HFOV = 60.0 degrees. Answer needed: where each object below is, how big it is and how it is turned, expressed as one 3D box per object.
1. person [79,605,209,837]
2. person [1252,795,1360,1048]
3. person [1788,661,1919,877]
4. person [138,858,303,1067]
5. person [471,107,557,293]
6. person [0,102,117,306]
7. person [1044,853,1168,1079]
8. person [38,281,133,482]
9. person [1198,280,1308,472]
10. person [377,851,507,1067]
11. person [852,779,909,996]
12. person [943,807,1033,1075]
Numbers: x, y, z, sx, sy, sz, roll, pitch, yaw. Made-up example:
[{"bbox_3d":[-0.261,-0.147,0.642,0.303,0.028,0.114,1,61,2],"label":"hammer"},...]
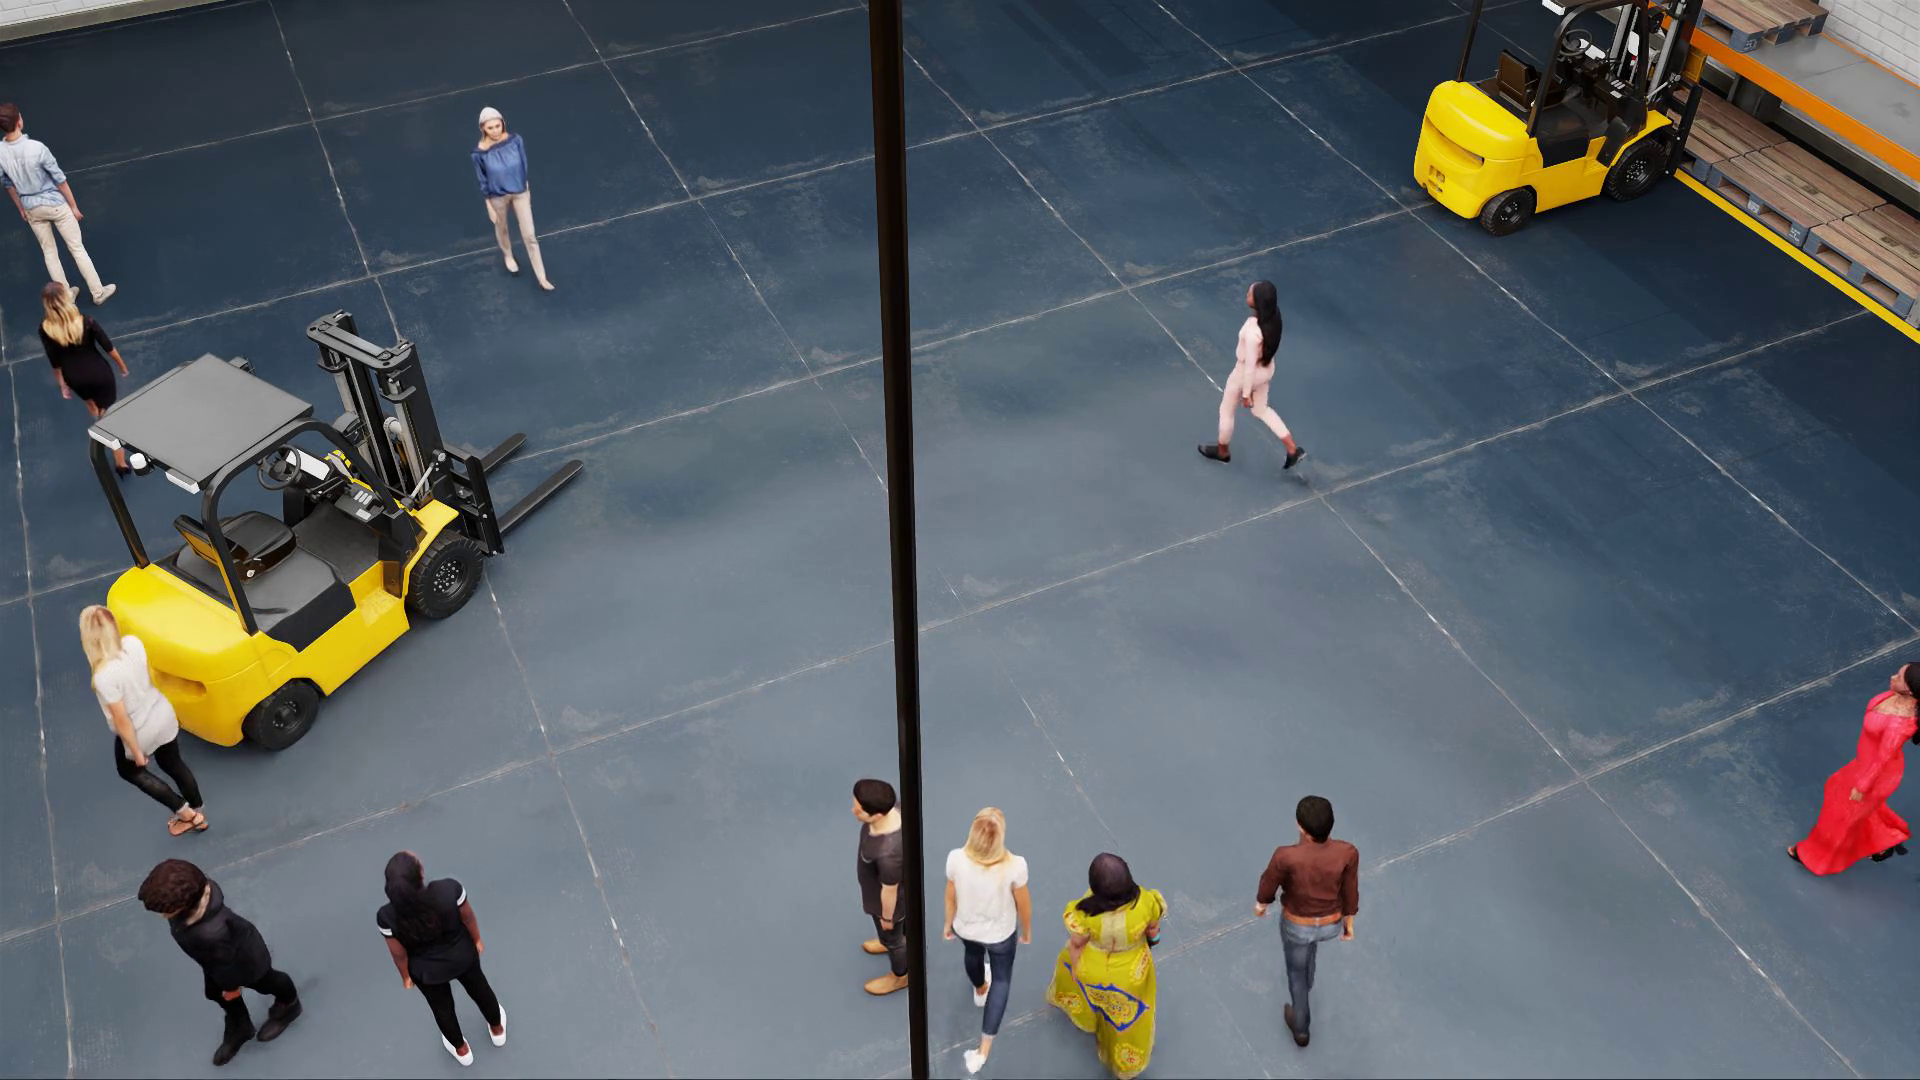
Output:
[{"bbox_3d":[-4.716,1.103,9.834,0.806,1.810,0.721,2,44,2],"label":"person"},{"bbox_3d":[1.883,2.088,8.854,0.769,1.735,0.836,-4,44,-4],"label":"person"},{"bbox_3d":[5.352,1.369,9.594,0.953,1.765,0.871,20,47,20],"label":"person"},{"bbox_3d":[-3.828,2.127,8.810,0.840,1.739,0.874,33,53,30],"label":"person"},{"bbox_3d":[-3.906,-2.957,14.219,0.693,1.649,1.118,-23,48,-22],"label":"person"},{"bbox_3d":[-7.637,-2.782,13.885,0.719,1.847,0.670,-2,44,-3],"label":"person"},{"bbox_3d":[0.799,2.286,8.727,0.946,1.635,1.020,2,44,2],"label":"person"},{"bbox_3d":[-6.433,-1.122,12.287,0.704,1.648,0.971,-10,44,-10],"label":"person"},{"bbox_3d":[2.247,-1.173,12.306,1.150,1.695,0.967,23,48,22],"label":"person"},{"bbox_3d":[-2.722,2.195,8.743,0.620,1.732,0.584,-22,48,-21],"label":"person"},{"bbox_3d":[-0.388,1.868,9.101,0.745,1.712,0.593,-3,44,-3],"label":"person"},{"bbox_3d":[0.112,2.128,8.777,1.004,1.783,1.125,6,44,6],"label":"person"}]
